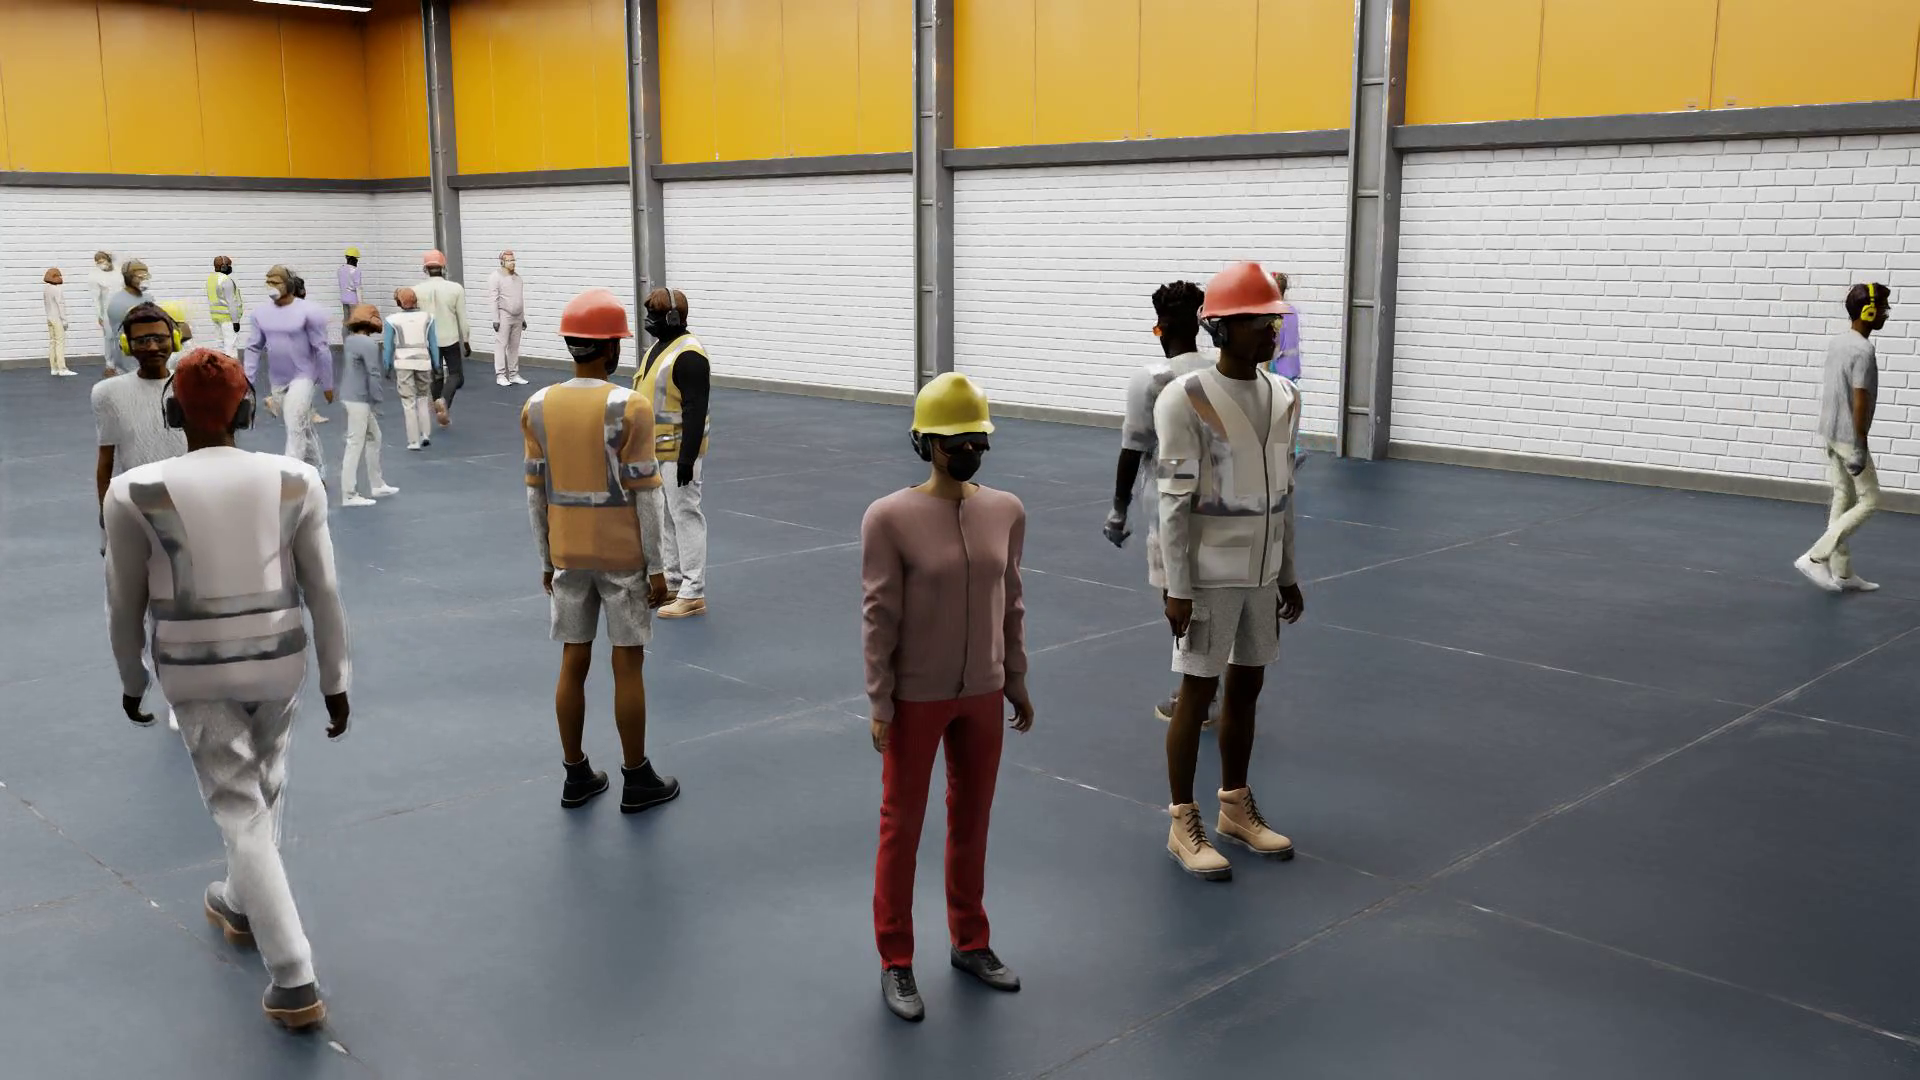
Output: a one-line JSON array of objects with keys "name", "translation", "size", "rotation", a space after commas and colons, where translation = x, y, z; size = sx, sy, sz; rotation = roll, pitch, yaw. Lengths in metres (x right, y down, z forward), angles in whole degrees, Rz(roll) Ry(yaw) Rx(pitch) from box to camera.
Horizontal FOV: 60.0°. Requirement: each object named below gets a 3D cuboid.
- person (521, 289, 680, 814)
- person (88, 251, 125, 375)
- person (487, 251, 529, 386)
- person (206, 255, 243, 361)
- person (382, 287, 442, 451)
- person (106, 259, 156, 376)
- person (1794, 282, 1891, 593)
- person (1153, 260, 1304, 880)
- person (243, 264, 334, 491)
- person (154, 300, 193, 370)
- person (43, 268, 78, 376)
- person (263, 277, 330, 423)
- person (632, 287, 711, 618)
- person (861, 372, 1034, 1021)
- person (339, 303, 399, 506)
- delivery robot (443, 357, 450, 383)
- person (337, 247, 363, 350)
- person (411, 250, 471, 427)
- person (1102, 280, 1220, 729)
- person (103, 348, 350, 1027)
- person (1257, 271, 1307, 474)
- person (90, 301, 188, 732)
[{"name": "person", "translation": [-1.324, 0.050, 6.155], "size": [0.542, 1.938, 0.357], "rotation": [3, 11, 17]}, {"name": "person", "translation": [-12.921, -3.472, 25.520], "size": [0.373, 1.899, 0.774], "rotation": [8, 13, 39]}, {"name": "person", "translation": [-6.428, -3.163, 23.757], "size": [0.399, 1.909, 0.642], "rotation": [5, 12, 27]}, {"name": "person", "translation": [-10.491, -3.140, 23.812], "size": [0.627, 1.844, 0.429], "rotation": [9, 13, 39]}, {"name": "person", "translation": [-5.471, -1.702, 16.575], "size": [0.555, 1.618, 0.515], "rotation": [-7, 12, -33]}, {"name": "person", "translation": [-7.178, -1.515, 14.729], "size": [0.646, 1.919, 0.667], "rotation": [1, 10, 7]}, {"name": "person", "translation": [5.306, -0.596, 9.888], "size": [0.480, 1.861, 0.549], "rotation": [1, 10, 5]}, {"name": "person", "translation": [0.923, 0.100, 5.581], "size": [0.609, 2.047, 0.368], "rotation": [-8, 13, -36]}, {"name": "person", "translation": [-5.436, -1.255, 13.391], "size": [0.640, 1.889, 0.991], "rotation": [3, 11, 17]}, {"name": "person", "translation": [-5.287, -0.779, 11.319], "size": [0.878, 1.701, 0.497], "rotation": [-2, 11, -10]}, {"name": "person", "translation": [-13.777, -3.326, 25.388], "size": [0.498, 1.634, 0.281], "rotation": [8, 13, 37]}, {"name": "person", "translation": [-7.574, -2.147, 18.851], "size": [0.660, 1.669, 0.531], "rotation": [-2, 11, -9]}, {"name": "person", "translation": [-1.629, -0.490, 9.359], "size": [0.429, 1.844, 0.627], "rotation": [-6, 12, -30]}, {"name": "person", "translation": [-0.027, 0.422, 4.591], "size": [0.524, 1.770, 0.315], "rotation": [-6, 12, -31]}, {"name": "person", "translation": [-4.747, -1.089, 13.295], "size": [0.624, 1.595, 0.513], "rotation": [-8, 13, -36]}, {"name": "delivery robot", "translation": [-7.331, -2.423, 23.143], "size": [0.707, 0.478, 0.477], "rotation": [9, 13, 37]}, {"name": "person", "translation": [-10.847, -4.260, 29.710], "size": [0.584, 1.919, 0.388], "rotation": [6, 12, 31]}, {"name": "person", "translation": [-5.742, -2.204, 18.342], "size": [0.628, 1.977, 0.706], "rotation": [0, 10, 0]}, {"name": "person", "translation": [0.943, -0.148, 7.234], "size": [0.606, 1.940, 0.522], "rotation": [-8, 13, -36]}, {"name": "person", "translation": [-2.041, 0.382, 4.649], "size": [0.580, 1.823, 1.028], "rotation": [-8, 13, -39]}, {"name": "person", "translation": [2.733, -1.388, 14.286], "size": [0.532, 1.829, 0.570], "rotation": [8, 13, 37]}, {"name": "person", "translation": [-3.410, -0.084, 7.117], "size": [0.524, 1.848, 0.408], "rotation": [-6, 12, -29]}]
